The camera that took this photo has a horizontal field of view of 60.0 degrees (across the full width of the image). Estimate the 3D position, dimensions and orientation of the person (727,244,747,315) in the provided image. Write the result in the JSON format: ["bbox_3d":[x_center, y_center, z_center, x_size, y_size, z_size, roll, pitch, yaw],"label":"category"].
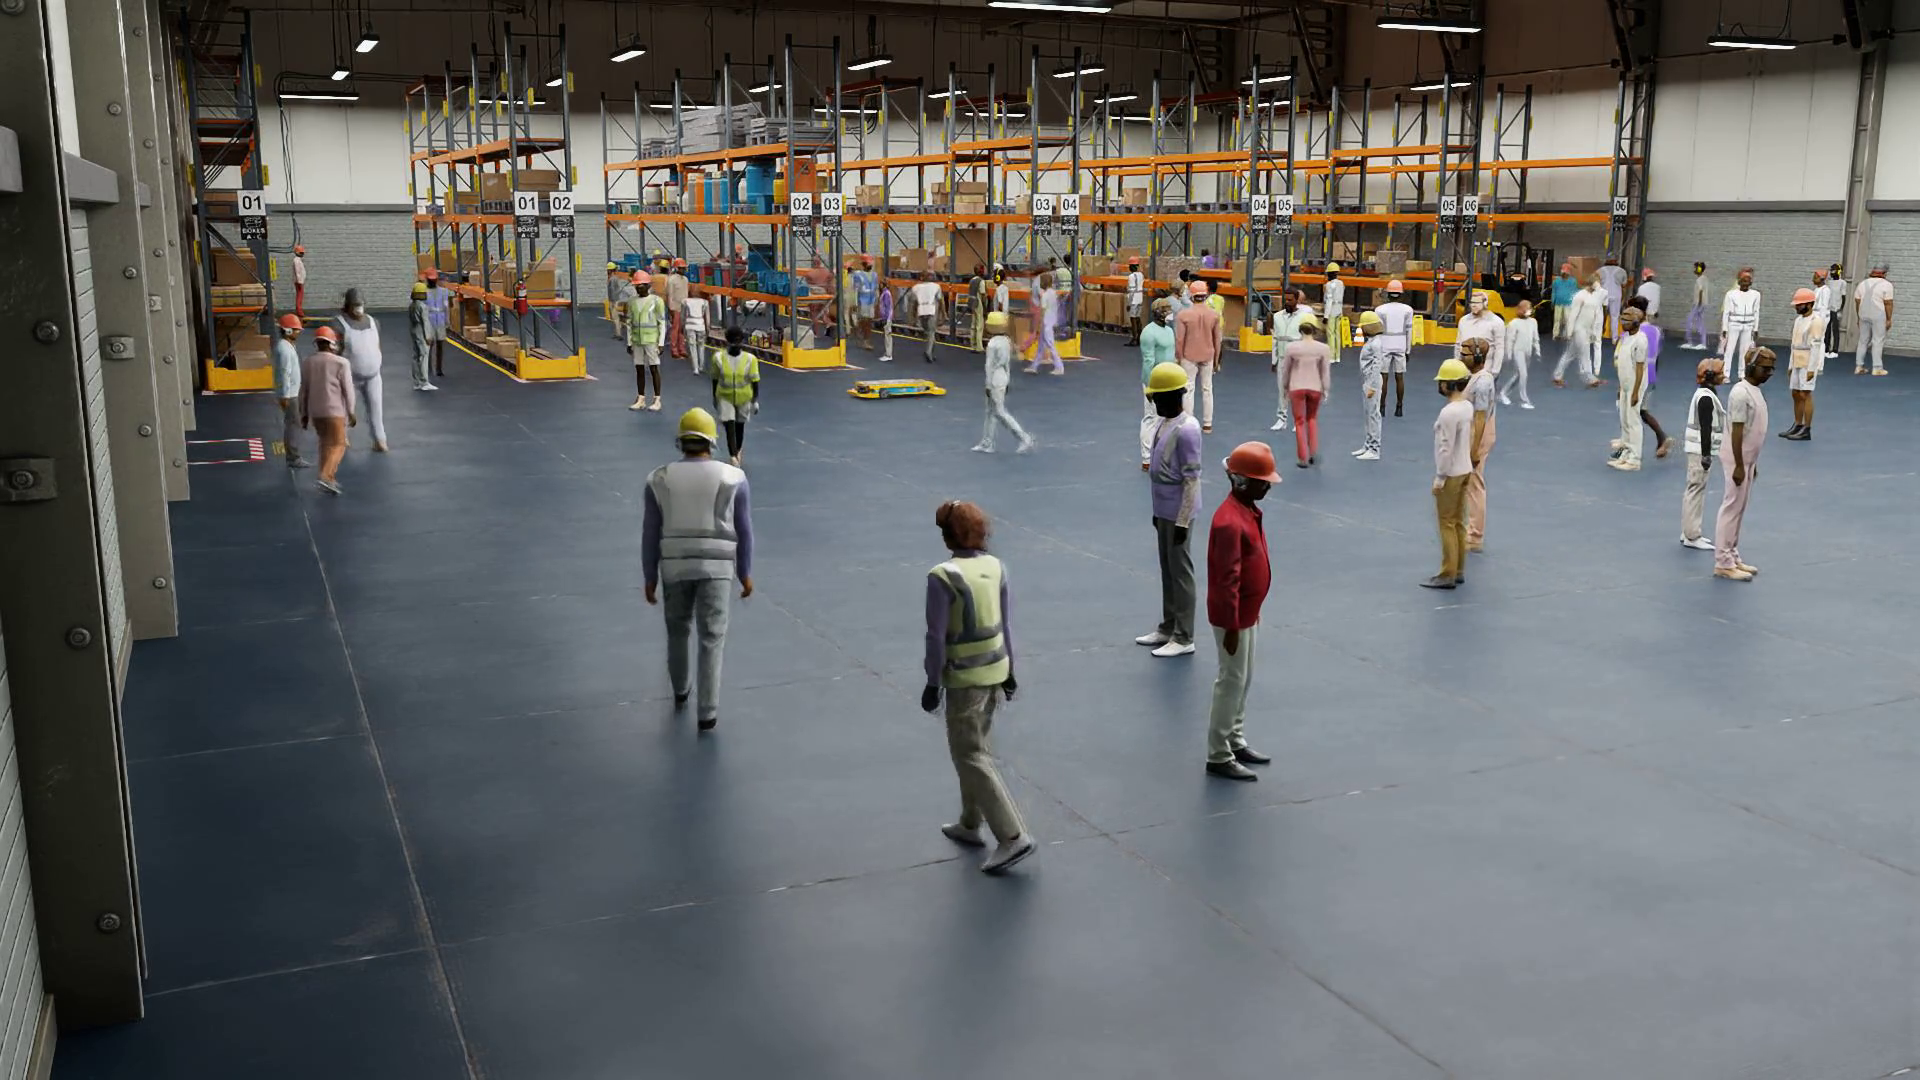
[{"bbox_3d":[-6.346,-7.337,46.907,0.659,1.996,0.948,1,11,7],"label":"person"}]

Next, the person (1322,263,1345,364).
[{"bbox_3d":[7.125,-4.341,31.883,0.373,1.925,0.595,9,14,39],"label":"person"}]

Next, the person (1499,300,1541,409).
[{"bbox_3d":[8.328,-2.777,24.756,0.506,1.604,0.784,-5,12,-26],"label":"person"}]

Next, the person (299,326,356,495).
[{"bbox_3d":[-6.535,-1.328,17.098,0.580,1.722,0.630,3,11,14],"label":"person"}]

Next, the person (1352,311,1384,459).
[{"bbox_3d":[4.802,-1.817,19.545,0.314,1.735,0.483,1,11,5],"label":"person"}]

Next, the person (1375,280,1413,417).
[{"bbox_3d":[6.112,-2.707,23.550,0.546,1.938,0.360,0,11,1],"label":"person"}]

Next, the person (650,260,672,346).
[{"bbox_3d":[-6.382,-5.076,35.768,0.593,1.870,0.998,1,11,6],"label":"person"}]

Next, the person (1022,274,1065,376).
[{"bbox_3d":[1.519,-3.826,29.607,0.878,1.803,0.533,4,12,22],"label":"person"}]

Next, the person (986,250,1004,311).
[{"bbox_3d":[0.753,-5.867,39.341,0.615,2.041,0.376,4,12,17],"label":"person"}]

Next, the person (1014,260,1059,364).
[{"bbox_3d":[1.503,-4.379,31.788,0.804,2.000,0.693,1,11,7],"label":"person"}]

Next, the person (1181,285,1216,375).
[{"bbox_3d":[4.230,-3.730,29.591,0.686,1.601,0.584,10,15,41],"label":"person"}]

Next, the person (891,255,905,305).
[{"bbox_3d":[-1.815,-7.038,46.118,0.535,1.720,0.900,-1,11,-5],"label":"person"}]

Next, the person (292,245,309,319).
[{"bbox_3d":[-18.041,-7.053,45.489,0.396,1.993,0.618,-3,12,-17],"label":"person"}]

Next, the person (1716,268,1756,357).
[{"bbox_3d":[15.575,-4.494,33.010,0.968,1.784,0.563,4,12,22],"label":"person"}]

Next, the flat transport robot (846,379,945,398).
[{"bbox_3d":[-1.017,-2.396,26.222,1.431,0.197,0.652,-5,12,-24],"label":"flat transport robot"}]

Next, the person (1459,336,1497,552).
[{"bbox_3d":[4.382,-0.815,14.198,0.348,1.839,0.504,2,11,11],"label":"person"}]

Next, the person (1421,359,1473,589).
[{"bbox_3d":[3.764,-0.506,12.811,0.329,1.766,0.532,8,14,34],"label":"person"}]

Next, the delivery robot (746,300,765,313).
[{"bbox_3d":[-5.692,-6.535,46.291,0.477,0.478,0.707,-6,13,-29],"label":"delivery robot"}]

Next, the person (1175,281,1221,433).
[{"bbox_3d":[3.104,-2.383,21.751,0.611,1.997,0.375,-2,11,-10],"label":"person"}]

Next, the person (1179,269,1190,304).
[{"bbox_3d":[4.745,-4.929,35.489,0.322,1.686,0.538,-2,11,-9],"label":"person"}]

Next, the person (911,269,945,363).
[{"bbox_3d":[-0.631,-4.357,32.293,0.641,1.793,0.868,2,11,11],"label":"person"}]

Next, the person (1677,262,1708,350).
[{"bbox_3d":[15.541,-4.955,35.197,0.722,1.841,0.544,7,13,34],"label":"person"}]

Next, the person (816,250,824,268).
[{"bbox_3d":[-4.424,-8.144,51.680,0.349,1.743,0.563,2,11,12],"label":"person"}]

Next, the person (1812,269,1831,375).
[{"bbox_3d":[15.346,-3.891,29.737,0.351,1.878,0.568,2,11,9],"label":"person"}]

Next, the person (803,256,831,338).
[{"bbox_3d":[-3.293,-5.582,38.307,0.642,1.888,0.484,-8,14,-35],"label":"person"}]

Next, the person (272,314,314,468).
[{"bbox_3d":[-7.599,-1.691,18.910,0.396,1.741,0.584,-5,12,-25],"label":"person"}]

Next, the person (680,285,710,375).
[{"bbox_3d":[-4.752,-3.772,29.845,0.511,1.591,0.873,-3,12,-15],"label":"person"}]

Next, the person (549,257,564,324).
[{"bbox_3d":[-10.591,-6.491,43.289,0.578,1.731,0.542,-2,11,-11],"label":"person"}]

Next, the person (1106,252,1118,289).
[{"bbox_3d":[4.350,-7.430,48.055,0.554,1.735,0.658,-4,12,-18],"label":"person"}]

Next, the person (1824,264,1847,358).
[{"bbox_3d":[17.409,-4.571,33.197,0.329,1.872,0.507,-3,12,-15],"label":"person"}]

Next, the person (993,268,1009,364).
[{"bbox_3d":[0.732,-4.007,30.330,0.319,1.870,0.521,3,12,16],"label":"person"}]

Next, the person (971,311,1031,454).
[{"bbox_3d":[0.500,-1.880,19.919,0.774,1.719,0.492,5,12,24],"label":"person"}]

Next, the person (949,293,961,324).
[{"bbox_3d":[-0.116,-6.598,43.411,0.401,1.904,0.646,-1,11,-3],"label":"person"}]

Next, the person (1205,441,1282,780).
[{"bbox_3d":[1.444,0.356,8.490,0.354,1.738,0.577,4,12,20],"label":"person"}]

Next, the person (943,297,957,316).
[{"bbox_3d":[-0.308,-7.251,46.682,0.393,1.925,0.587,-3,12,-15],"label":"person"}]

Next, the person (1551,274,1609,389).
[{"bbox_3d":[10.209,-3.423,27.349,0.961,1.889,0.643,10,15,41],"label":"person"}]
